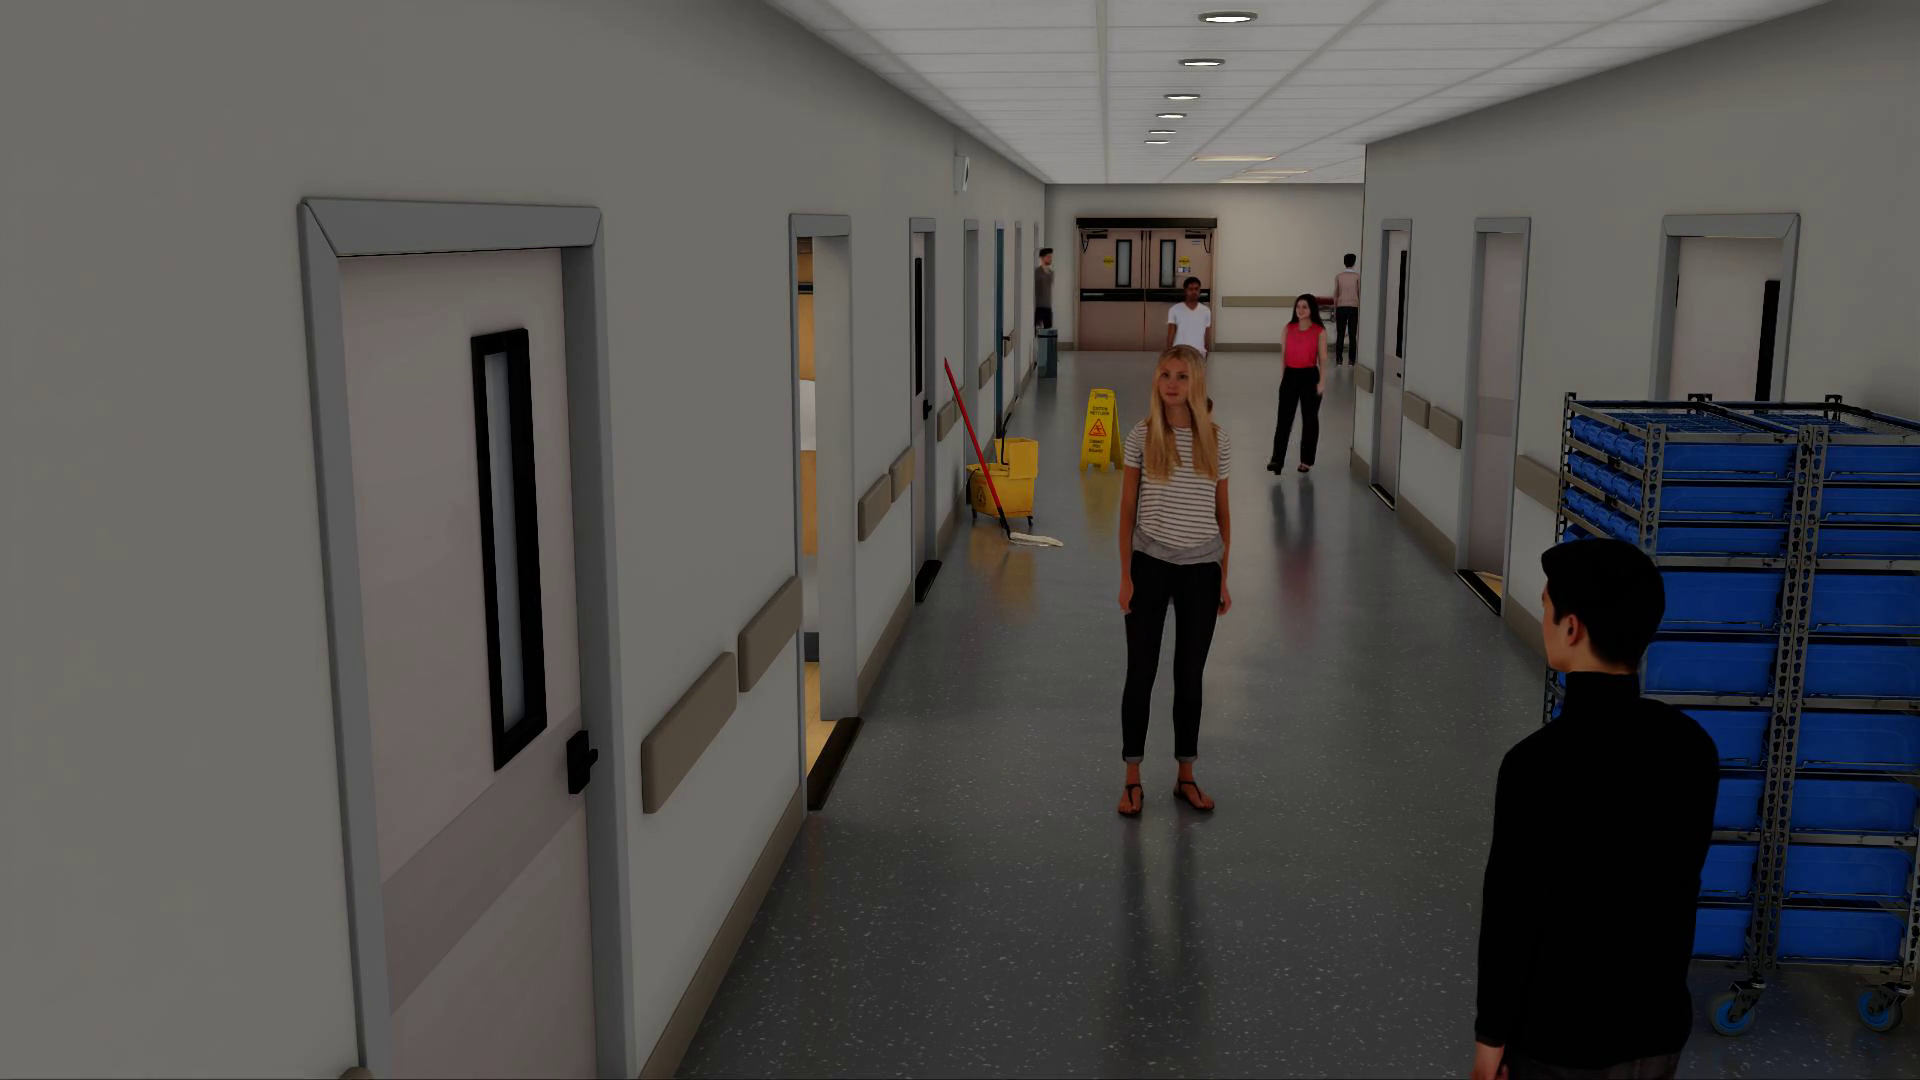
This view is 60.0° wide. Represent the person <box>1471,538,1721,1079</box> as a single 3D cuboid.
[{"bbox_3d":[1.169,0.848,3.070,0.725,1.721,0.711,-4,12,-22],"label":"person"}]

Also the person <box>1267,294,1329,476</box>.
[{"bbox_3d":[3.126,-1.391,15.123,0.851,1.625,1.099,6,12,27],"label":"person"}]

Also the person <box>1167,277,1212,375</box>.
[{"bbox_3d":[2.396,-1.904,17.627,0.722,1.700,1.136,0,11,-1],"label":"person"}]

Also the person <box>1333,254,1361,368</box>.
[{"bbox_3d":[6.274,-3.723,26.923,0.686,1.808,0.636,4,12,21],"label":"person"}]

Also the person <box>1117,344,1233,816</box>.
[{"bbox_3d":[0.823,0.152,6.457,0.640,1.824,0.586,-1,11,-6],"label":"person"}]
